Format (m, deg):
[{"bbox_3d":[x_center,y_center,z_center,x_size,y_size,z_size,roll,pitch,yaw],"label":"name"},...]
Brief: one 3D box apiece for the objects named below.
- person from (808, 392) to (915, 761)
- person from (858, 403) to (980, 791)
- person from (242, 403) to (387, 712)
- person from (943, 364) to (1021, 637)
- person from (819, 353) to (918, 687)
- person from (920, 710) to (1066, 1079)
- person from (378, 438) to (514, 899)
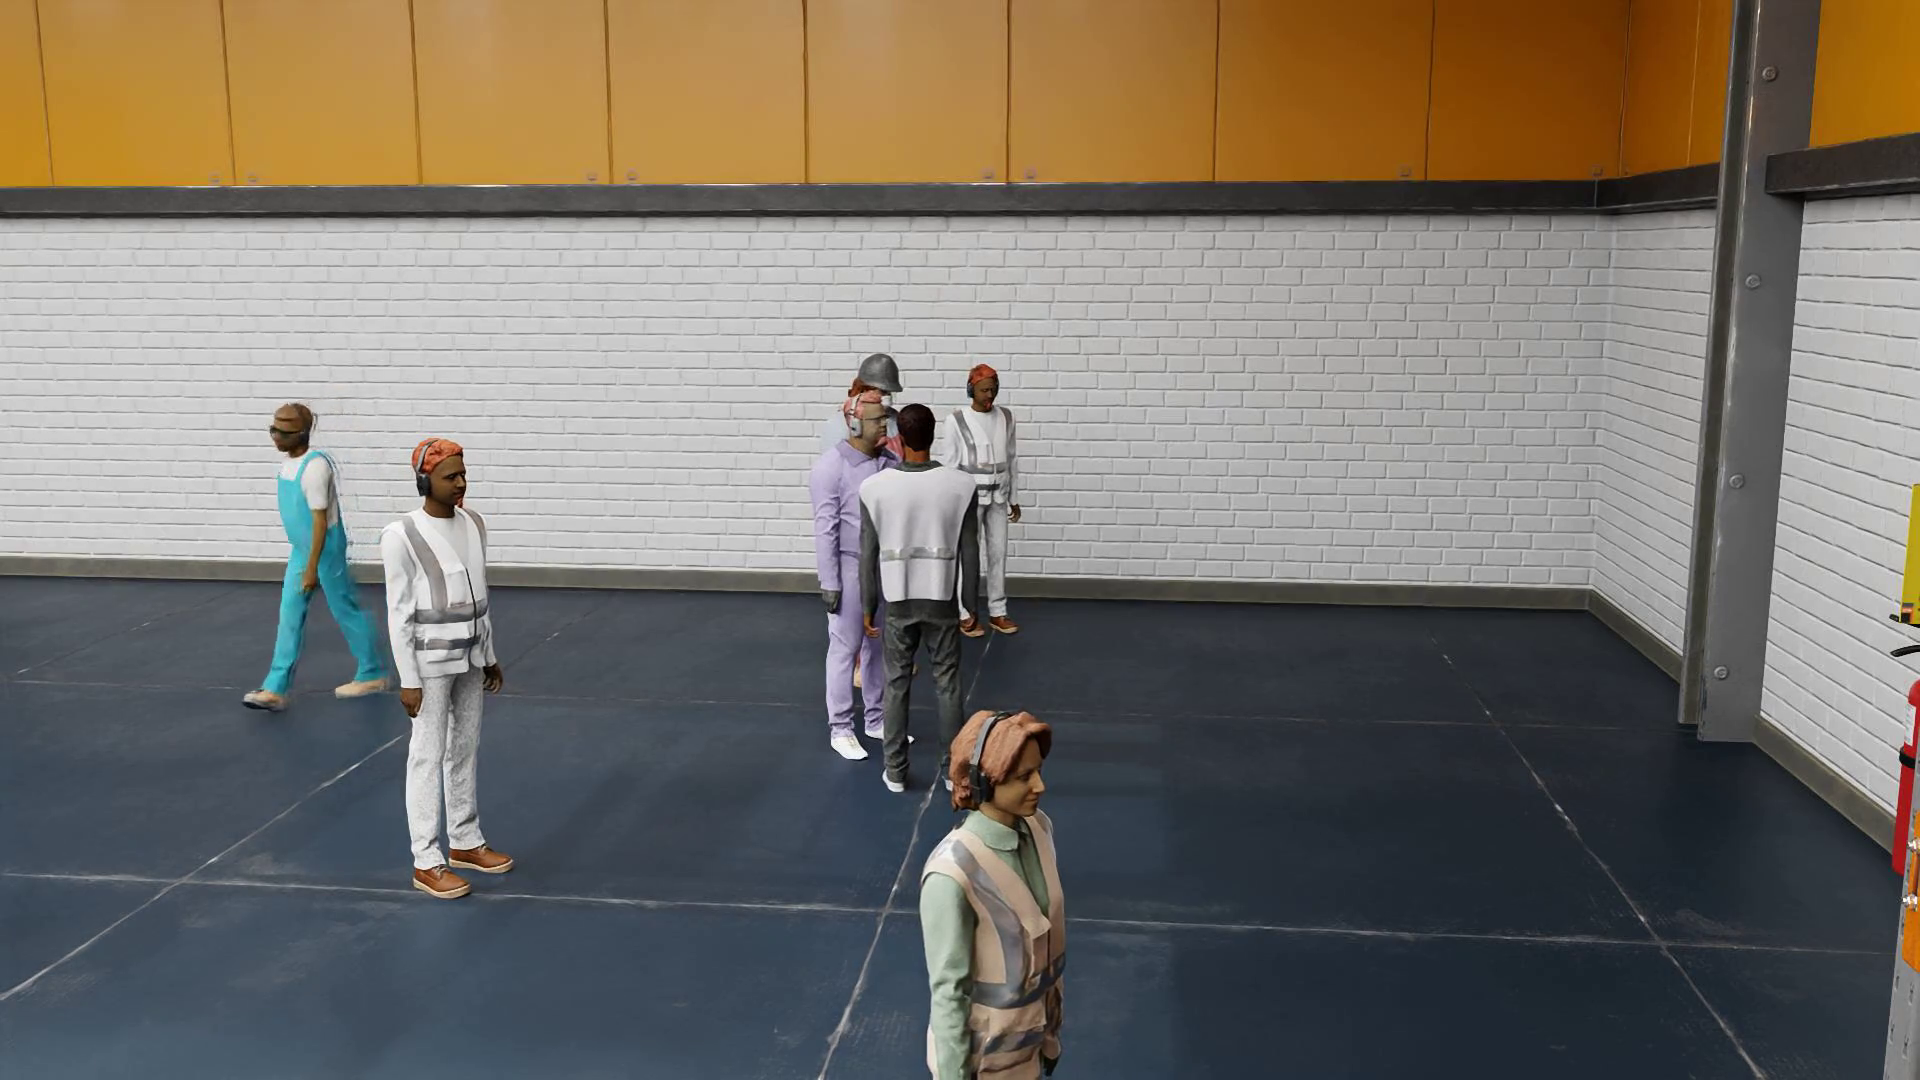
[{"bbox_3d":[-0.483,0.181,8.750,0.408,1.913,0.641,8,13,40],"label":"person"},{"bbox_3d":[-0.198,0.294,8.118,0.594,1.910,0.384,0,10,-2],"label":"person"},{"bbox_3d":[-3.746,0.096,9.576,0.531,1.790,0.911,8,13,39],"label":"person"},{"bbox_3d":[0.156,-0.269,11.431,0.584,1.879,0.374,-6,12,-32],"label":"person"},{"bbox_3d":[-0.490,-0.137,10.195,0.537,2.000,0.679,9,13,42],"label":"person"},{"bbox_3d":[0.079,1.183,3.788,0.306,1.640,0.522,5,11,26],"label":"person"},{"bbox_3d":[-2.122,0.518,6.902,0.356,1.882,0.574,4,11,22],"label":"person"}]
